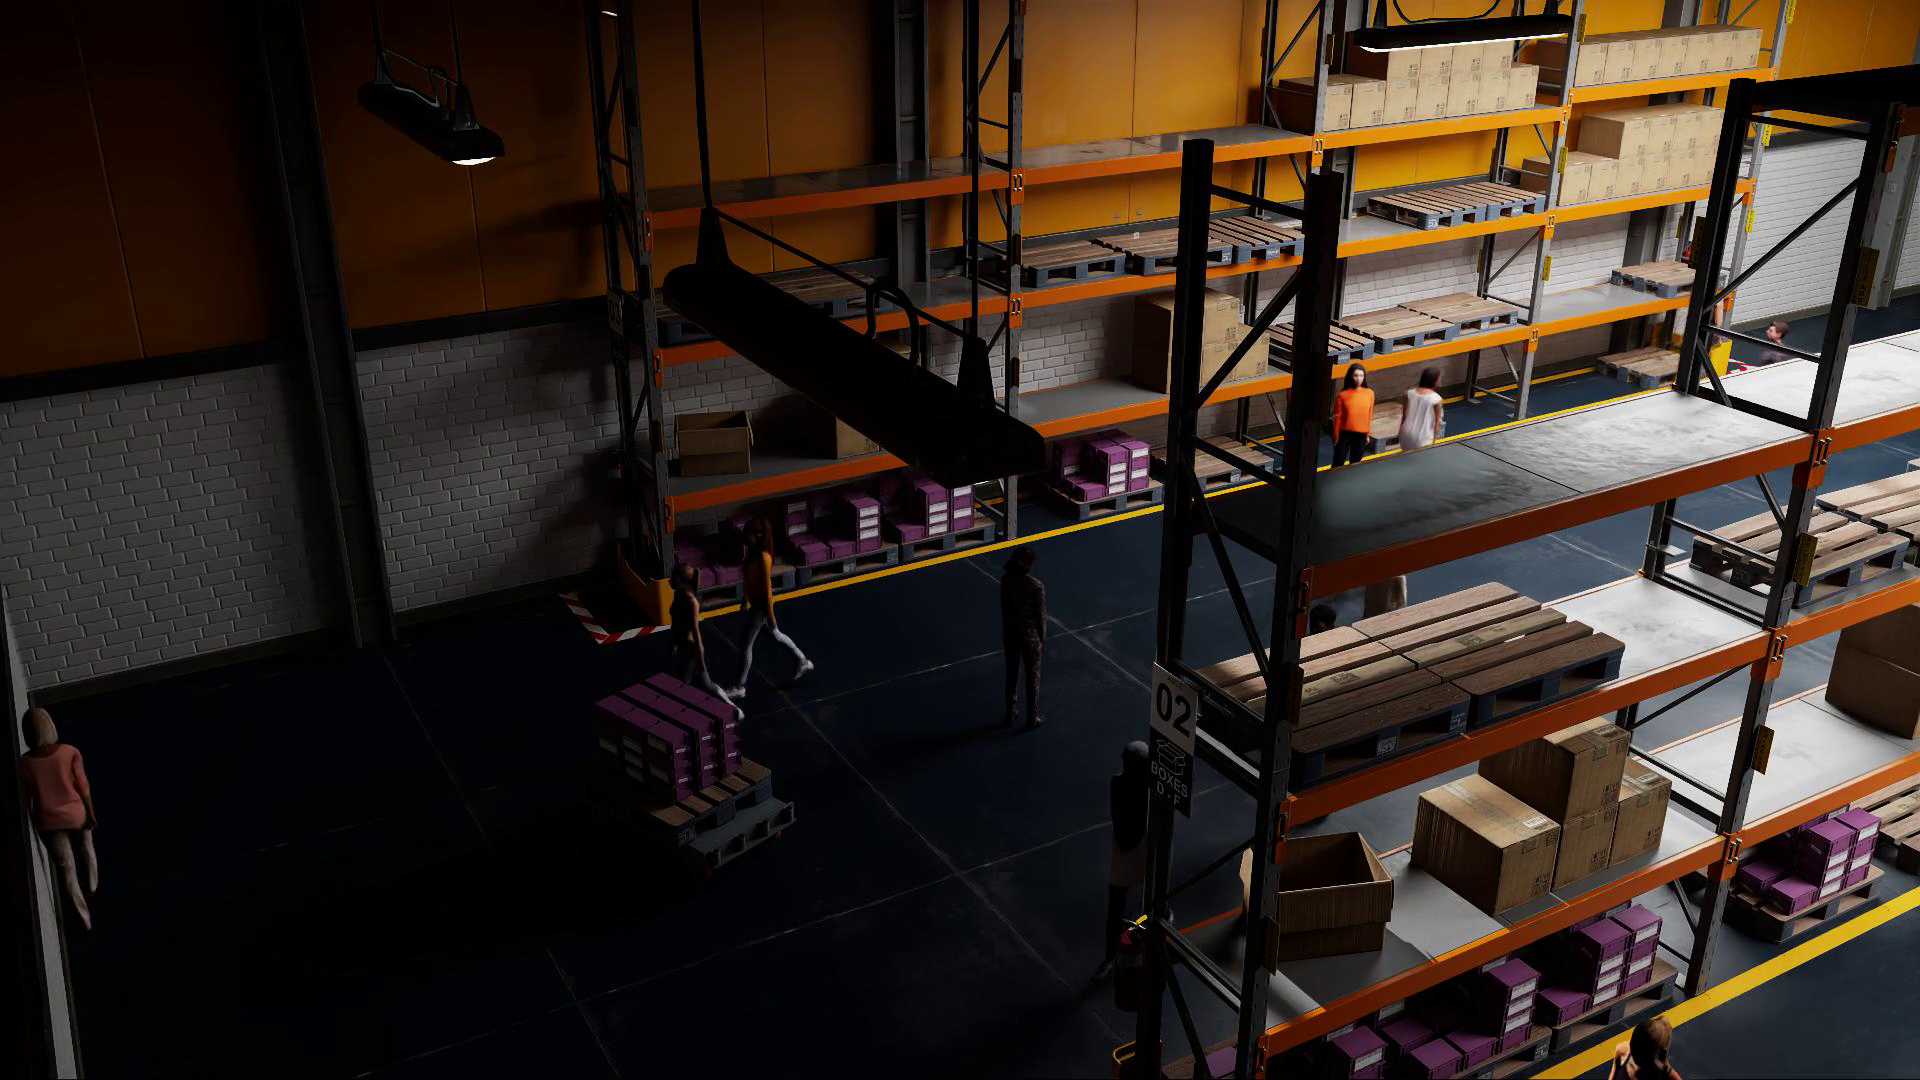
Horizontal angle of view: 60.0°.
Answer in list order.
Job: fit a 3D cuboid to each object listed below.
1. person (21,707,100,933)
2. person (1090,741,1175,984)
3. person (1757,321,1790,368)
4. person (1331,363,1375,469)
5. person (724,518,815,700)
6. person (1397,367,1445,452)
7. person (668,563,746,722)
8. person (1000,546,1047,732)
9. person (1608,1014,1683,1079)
[{"bbox_3d":[-6.368,2.018,11.805,0.865,1.698,0.653,-13,27,-27],"label":"person"},{"bbox_3d":[1.273,2.159,11.425,0.915,1.743,1.208,17,29,34],"label":"person"},{"bbox_3d":[9.848,-1.777,20.281,0.814,1.861,0.744,8,25,17],"label":"person"},{"bbox_3d":[4.481,-1.190,19.080,0.603,1.748,0.748,-4,24,-10],"label":"person"},{"bbox_3d":[-1.718,0.606,15.020,1.204,1.709,0.661,-11,26,-23],"label":"person"},{"bbox_3d":[5.231,-1.146,19.089,0.828,1.660,0.641,-16,28,-32],"label":"person"},{"bbox_3d":[-2.226,0.975,14.233,1.146,1.664,0.652,-10,26,-22],"label":"person"},{"bbox_3d":[0.542,0.843,14.474,0.666,1.713,0.695,14,27,29],"label":"person"},{"bbox_3d":[3.650,3.219,8.919,0.993,1.809,0.663,-14,27,-29],"label":"person"}]
